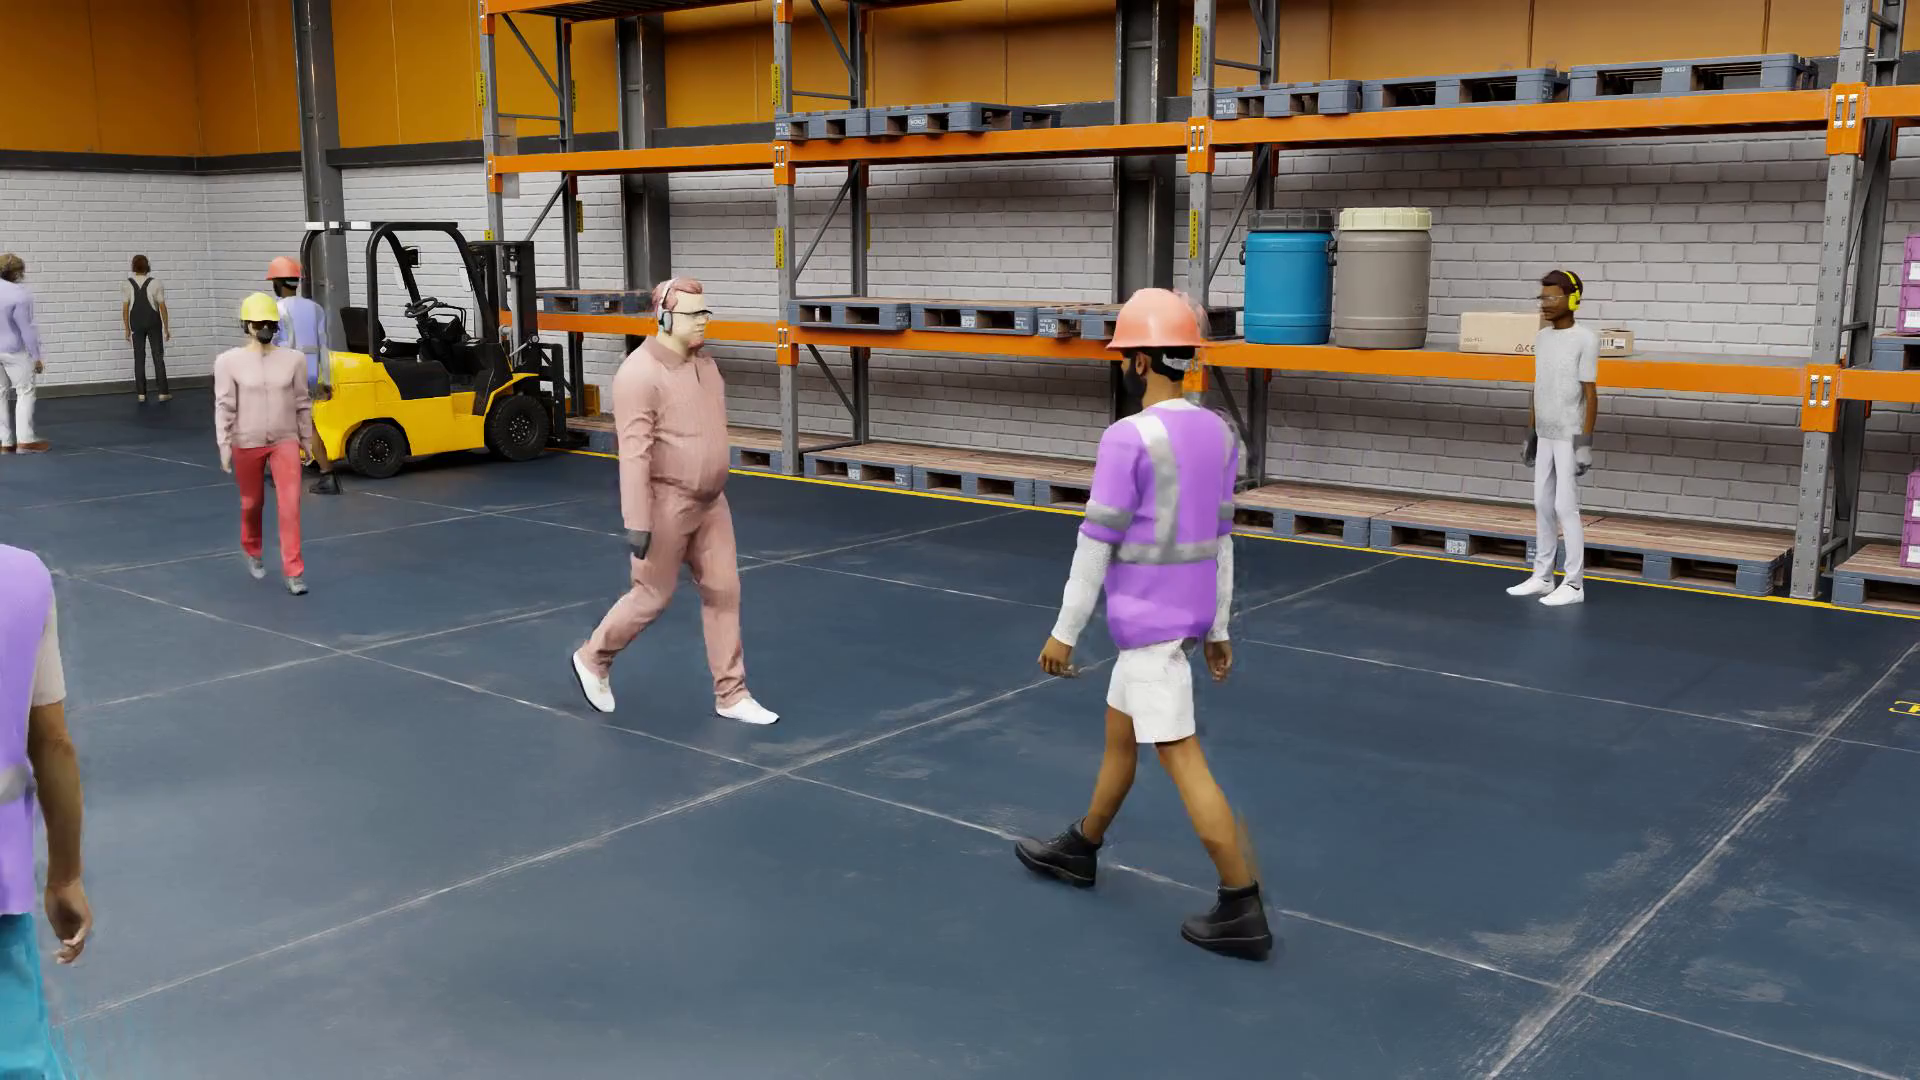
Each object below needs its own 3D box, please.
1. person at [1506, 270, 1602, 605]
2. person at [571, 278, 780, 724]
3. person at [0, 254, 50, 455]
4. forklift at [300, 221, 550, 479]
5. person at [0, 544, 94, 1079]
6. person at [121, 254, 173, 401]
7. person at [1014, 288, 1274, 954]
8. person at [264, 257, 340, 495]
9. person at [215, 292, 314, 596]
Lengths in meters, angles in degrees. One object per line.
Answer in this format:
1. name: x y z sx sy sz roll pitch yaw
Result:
1. person: 3.338 -0.566 9.281 0.321 1.860 0.527 -3 11 -18
2. person: -1.232 -0.156 6.968 0.887 1.879 0.654 5 11 26
3. person: -8.994 -1.737 15.687 0.665 1.898 0.389 2 10 12
4. forklift: -4.922 -1.741 14.854 1.214 2.155 2.313 8 13 38
5. person: -1.698 0.634 2.761 0.867 1.818 0.577 6 12 32
6. person: -10.235 -2.662 20.927 0.516 1.842 0.328 -3 11 -16
7. person: 0.563 0.217 4.868 0.996 1.890 0.546 8 13 37
8. person: -5.371 -1.311 13.326 0.978 1.882 0.567 5 11 24
9. person: -4.062 -0.581 9.711 0.541 1.728 0.895 -7 12 -32
